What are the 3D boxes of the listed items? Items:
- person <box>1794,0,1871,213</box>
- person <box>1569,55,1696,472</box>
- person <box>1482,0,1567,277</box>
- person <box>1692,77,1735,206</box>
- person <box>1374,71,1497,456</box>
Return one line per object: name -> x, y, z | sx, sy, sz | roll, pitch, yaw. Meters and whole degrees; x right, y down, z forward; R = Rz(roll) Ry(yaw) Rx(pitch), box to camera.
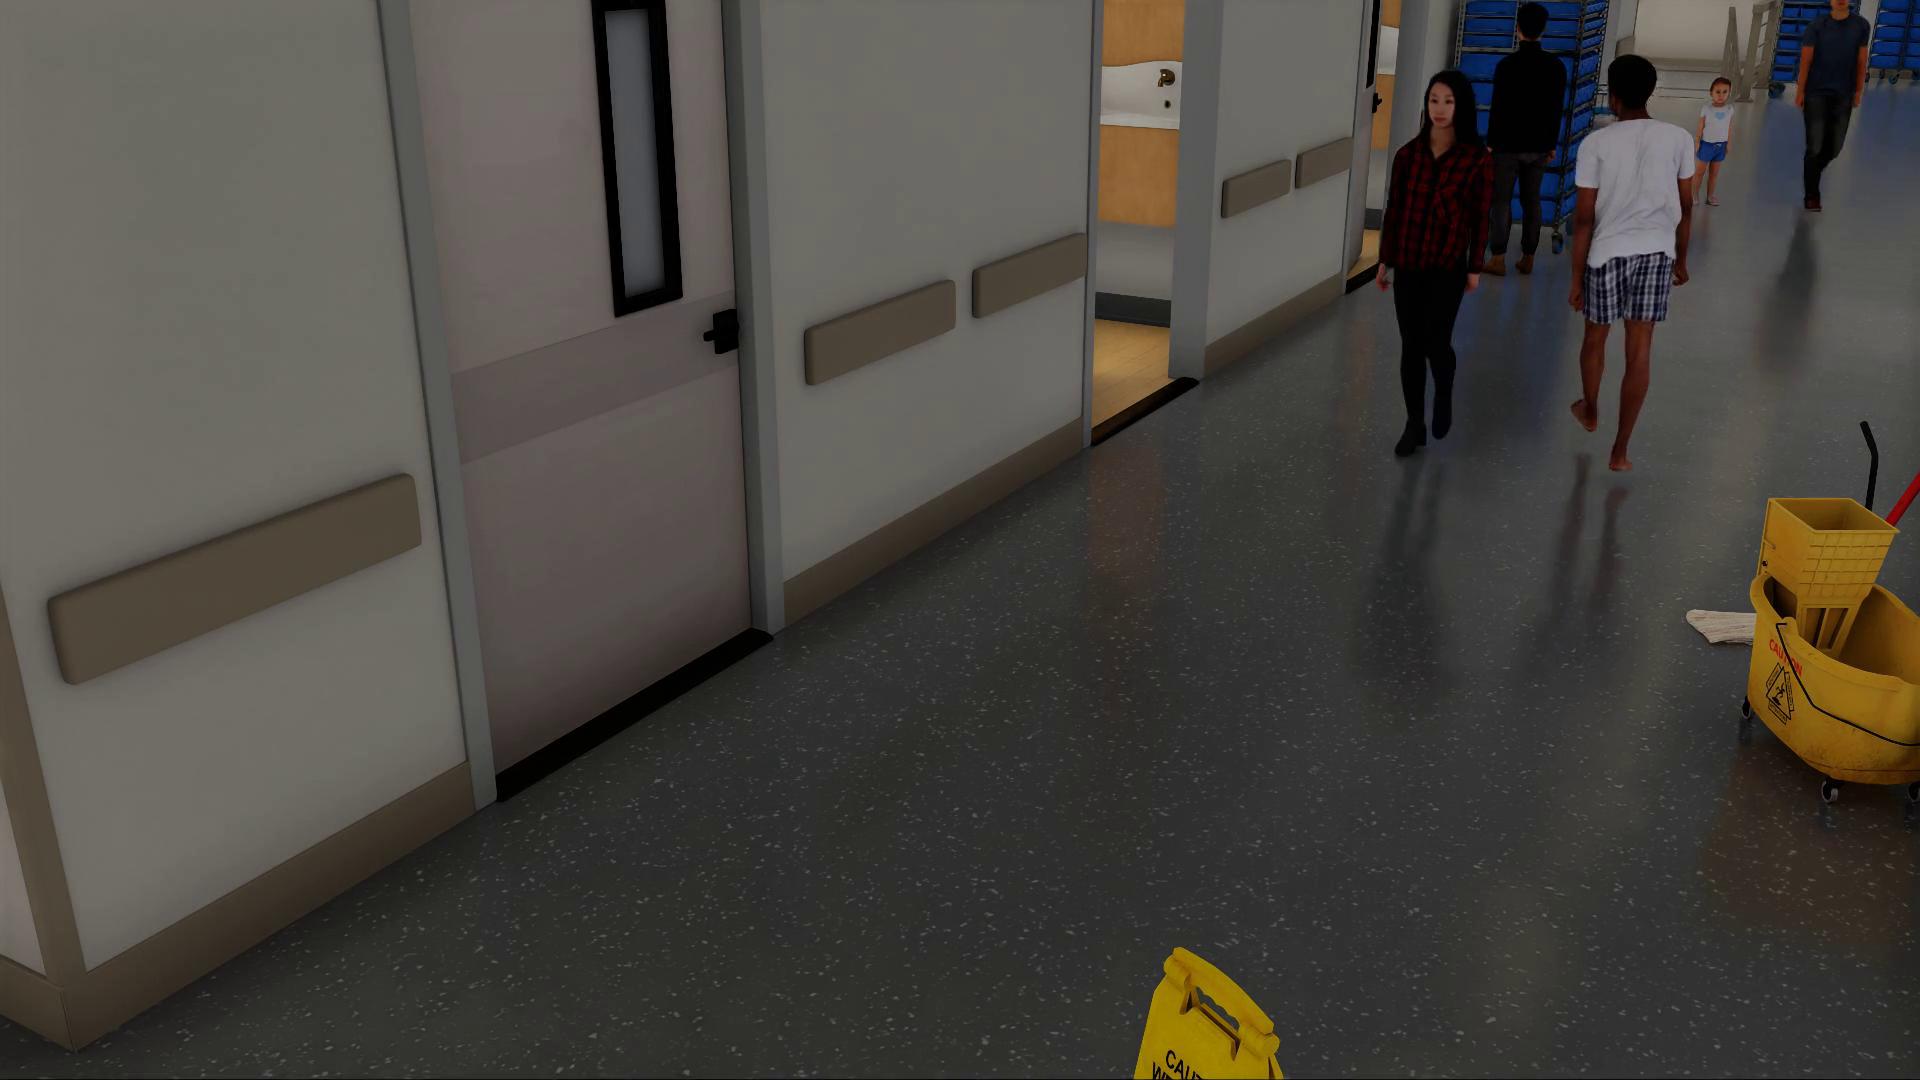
person -> 6.862, -3.535, 13.221 | 0.865, 1.785, 1.020 | 2, 21, 6
person -> 2.790, -1.093, 6.936 | 0.860, 1.670, 1.225 | 7, 22, 17
person -> 3.664, -2.607, 10.857 | 0.719, 1.723, 0.743 | -3, 21, -7
person -> 6.127, -3.239, 13.522 | 0.476, 1.019, 0.494 | 3, 21, 7
person -> 2.071, -1.198, 7.245 | 0.612, 1.647, 0.627 | 14, 25, 33
